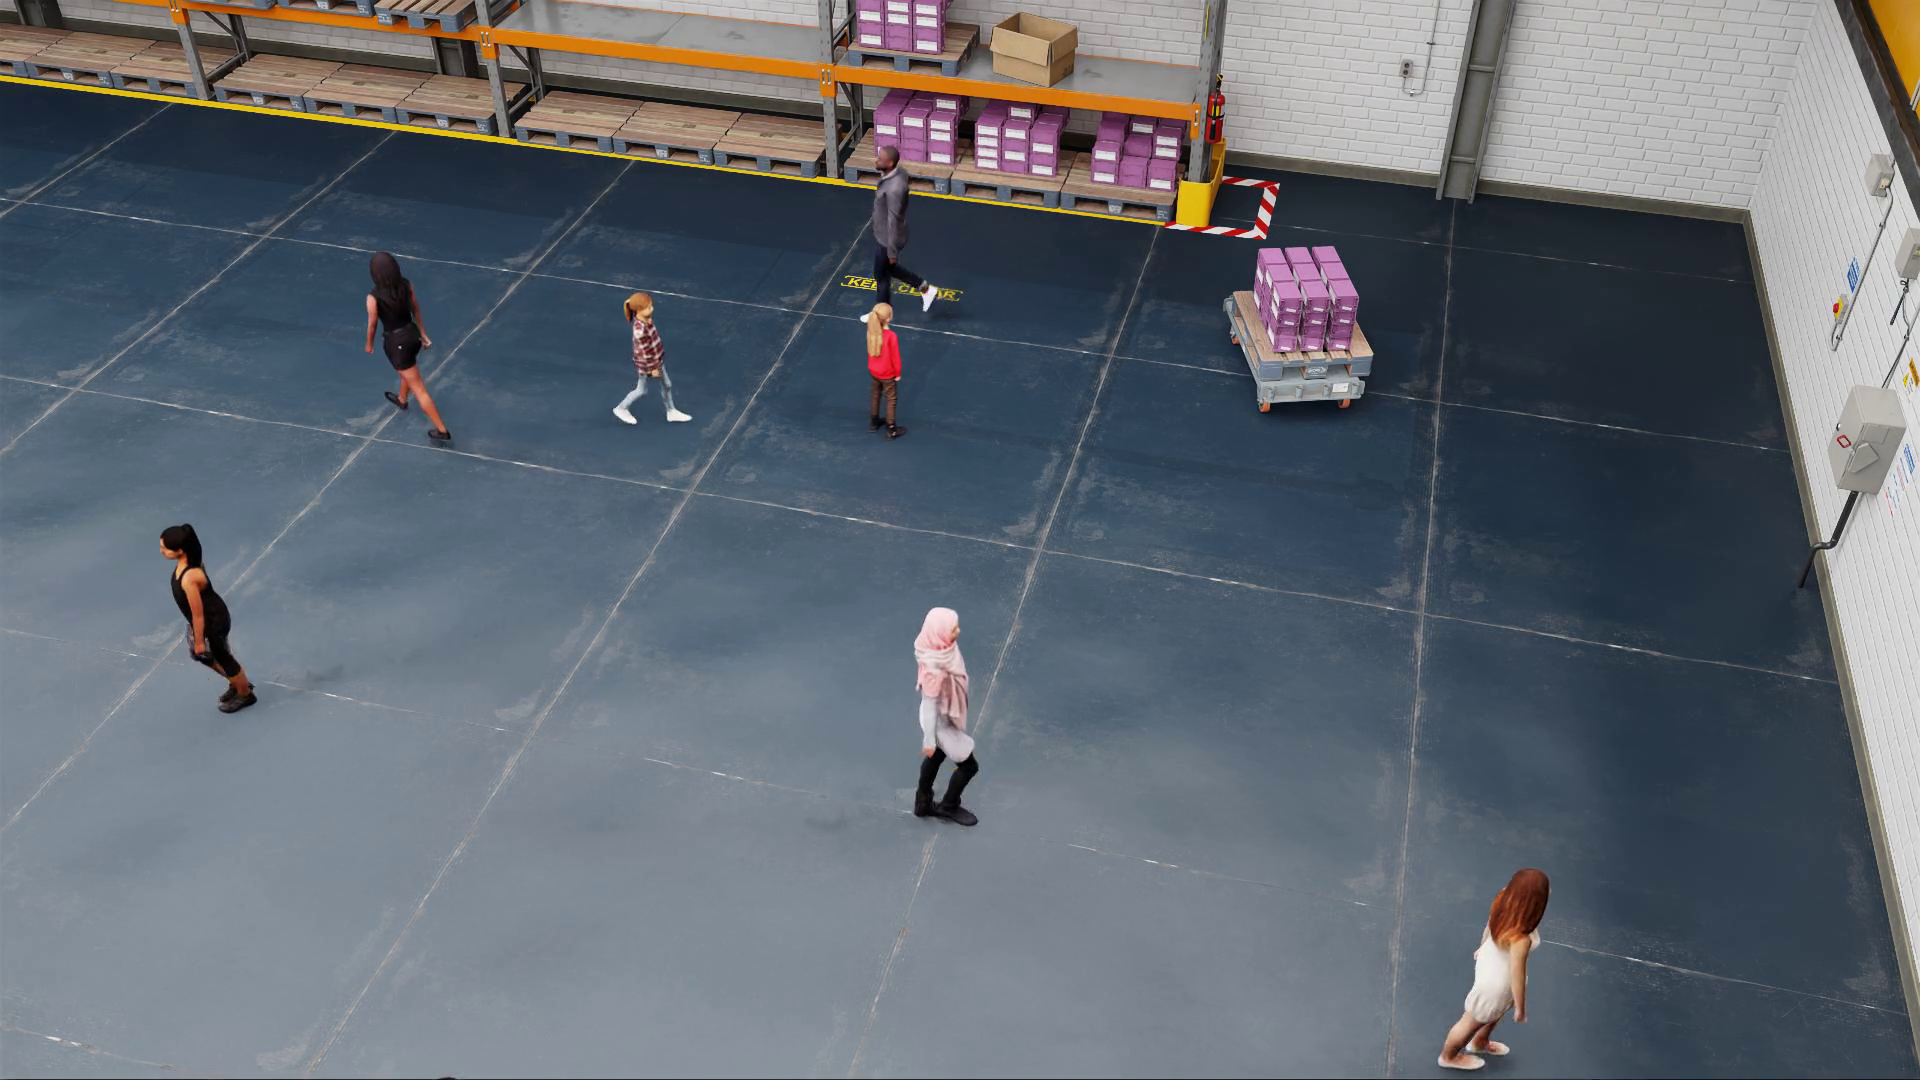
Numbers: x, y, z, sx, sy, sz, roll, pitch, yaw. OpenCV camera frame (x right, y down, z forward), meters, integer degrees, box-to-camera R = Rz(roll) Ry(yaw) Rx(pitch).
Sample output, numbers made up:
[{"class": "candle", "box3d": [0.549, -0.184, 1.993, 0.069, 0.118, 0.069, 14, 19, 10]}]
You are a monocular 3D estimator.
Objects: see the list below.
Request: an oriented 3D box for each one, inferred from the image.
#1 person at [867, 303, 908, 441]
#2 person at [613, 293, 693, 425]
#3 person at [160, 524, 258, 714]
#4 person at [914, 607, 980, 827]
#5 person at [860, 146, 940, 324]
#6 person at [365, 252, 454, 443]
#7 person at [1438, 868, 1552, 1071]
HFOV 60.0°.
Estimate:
[{"class": "person", "box3d": [-0.653, -1.457, 14.228, 0.523, 1.281, 0.620, 26, 46, 29]}, {"class": "person", "box3d": [-2.756, -1.536, 14.323, 0.930, 1.286, 0.611, 4, 39, 5]}, {"class": "person", "box3d": [-5.096, 0.529, 11.443, 0.755, 1.655, 0.697, -19, 42, -22]}, {"class": "person", "box3d": [-0.213, 1.146, 10.562, 0.720, 1.790, 0.717, 2, 39, 3]}, {"class": "person", "box3d": [-0.565, -2.829, 15.531, 1.103, 1.800, 0.918, -3, 39, -3]}, {"class": "person", "box3d": [-4.637, -1.579, 14.056, 1.230, 1.688, 0.815, 20, 43, 23]}, {"class": "person", "box3d": [2.843, 2.373, 9.096, 0.683, 1.702, 0.635, 4, 39, 4]}]
